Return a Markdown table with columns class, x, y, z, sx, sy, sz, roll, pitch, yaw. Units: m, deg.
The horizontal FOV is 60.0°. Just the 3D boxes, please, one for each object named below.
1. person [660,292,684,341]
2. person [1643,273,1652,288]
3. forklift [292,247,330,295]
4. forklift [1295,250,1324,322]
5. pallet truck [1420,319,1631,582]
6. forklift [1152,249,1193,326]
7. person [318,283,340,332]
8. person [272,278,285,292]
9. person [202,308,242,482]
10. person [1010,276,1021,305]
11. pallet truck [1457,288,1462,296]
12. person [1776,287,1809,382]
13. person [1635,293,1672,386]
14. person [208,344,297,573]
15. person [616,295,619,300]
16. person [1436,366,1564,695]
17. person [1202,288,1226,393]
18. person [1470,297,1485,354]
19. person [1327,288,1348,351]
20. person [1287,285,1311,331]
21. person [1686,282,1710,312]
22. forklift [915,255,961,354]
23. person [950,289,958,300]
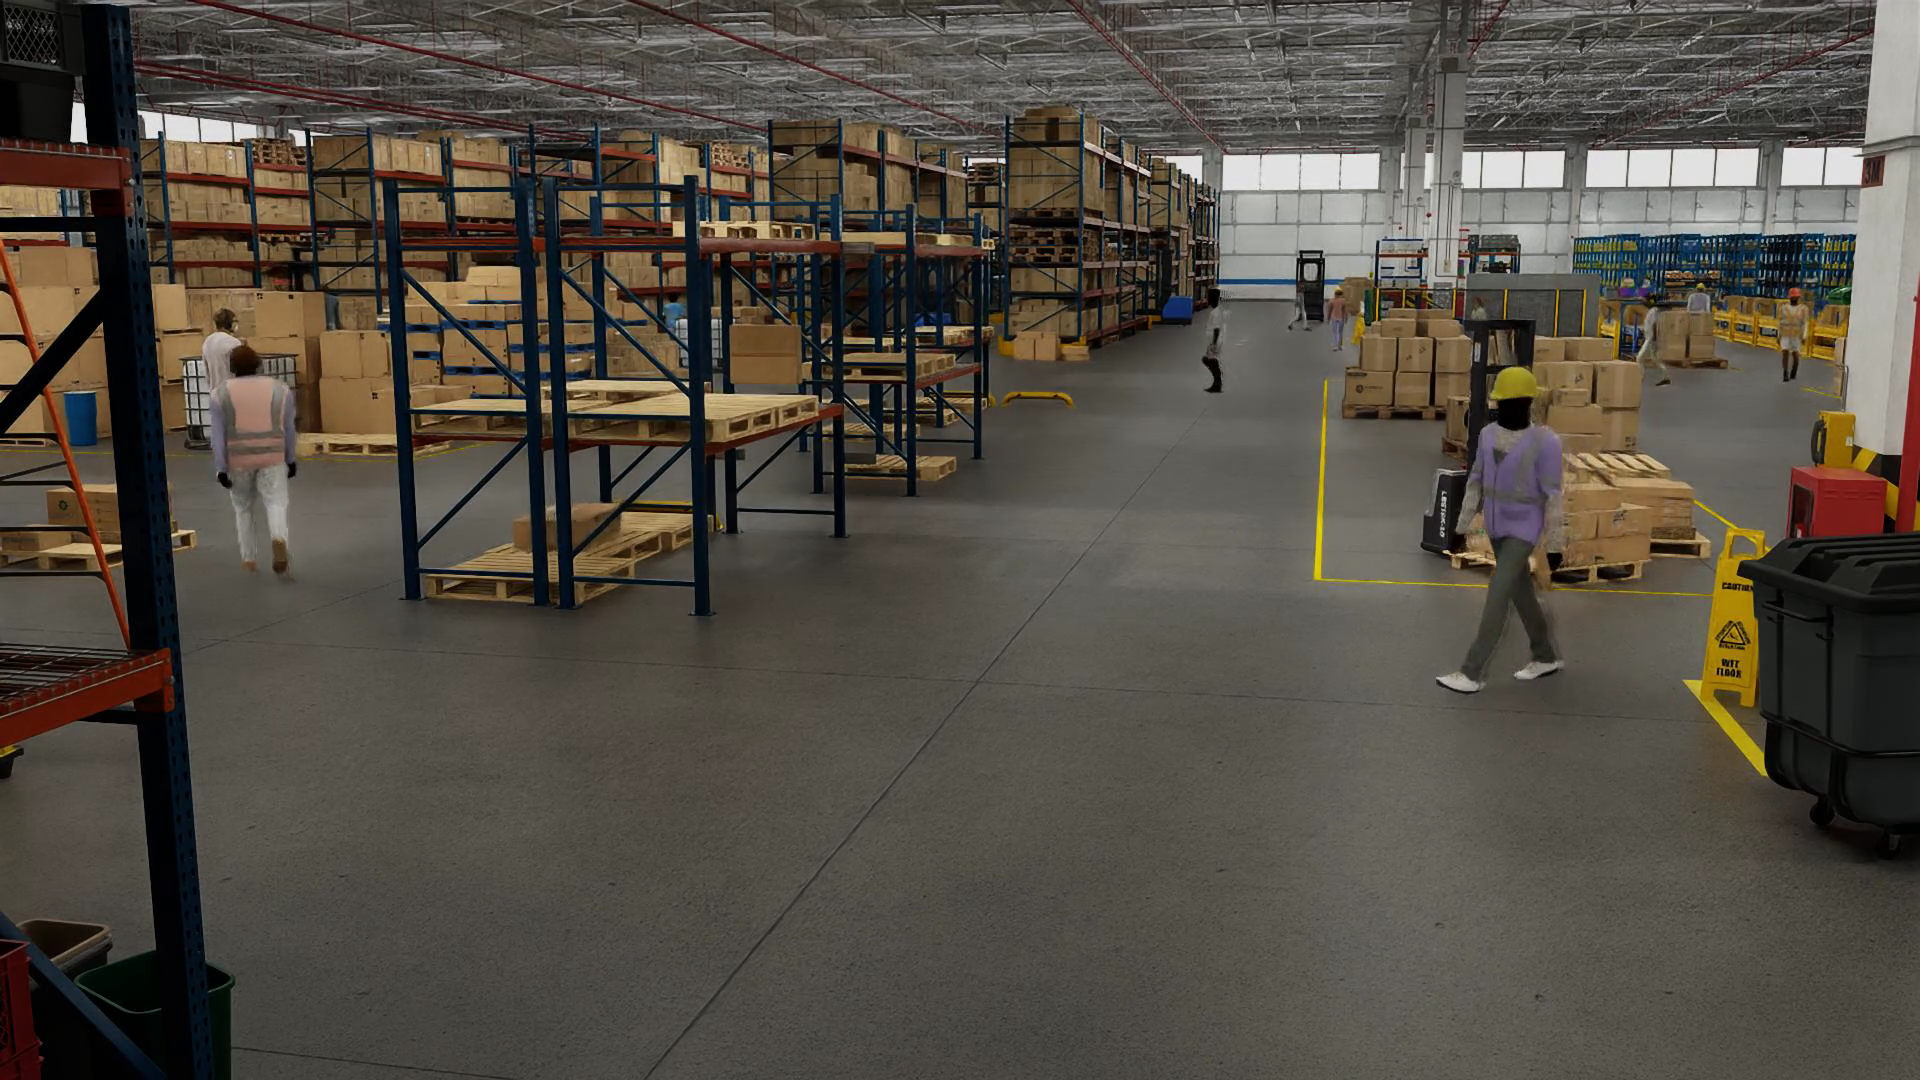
| class | x | y | z | sx | sy | sz | roll | pitch | yaw |
| --- | --- | --- | --- | --- | --- | --- | --- | --- | --- |
| person | -7.161 | -5.330 | 41.397 | 0.542 | 1.651 | 0.863 | -9 | 13 | -42 |
| person | 33.891 | -12.228 | 81.806 | 0.721 | 1.806 | 0.615 | 3 | 10 | 15 |
| forklift | -19.533 | -7.423 | 50.161 | 1.129 | 2.768 | 1.873 | 0 | 10 | -3 |
| forklift | 13.778 | -10.002 | 65.433 | 1.129 | 2.768 | 1.873 | 2 | 10 | 12 |
| pallet truck | 4.543 | -0.757 | 13.299 | 0.823 | 1.965 | 1.885 | -4 | 10 | -22 |
| forklift | 7.646 | -9.320 | 61.395 | 1.873 | 2.768 | 1.129 | 2 | 10 | 11 |
| person | -14.613 | -4.951 | 38.341 | 0.630 | 1.931 | 0.366 | -7 | 12 | -36 |
| person | -17.755 | -5.850 | 43.520 | 0.460 | 1.972 | 0.648 | 1 | 10 | 4 |
| person | -8.076 | -1.586 | 18.382 | 0.632 | 1.939 | 0.368 | 6 | 11 | 32 |
| person | 1.927 | -8.356 | 58.185 | 0.405 | 2.038 | 0.610 | -3 | 10 | -18 |
| pallet truck | 20.506 | -9.785 | 68.819 | 0.653 | 1.274 | 1.630 | 2 | 10 | 12 |
| person | 16.881 | -4.171 | 33.747 | 0.550 | 1.921 | 0.569 | 6 | 11 | 30 |
| person | 13.492 | -3.919 | 32.562 | 1.003 | 1.825 | 0.540 | 4 | 10 | 21 |
| person | -5.497 | -0.615 | 12.984 | 0.632 | 1.821 | 0.737 | -5 | 11 | -27 |
| person | -8.485 | -5.249 | 40.985 | 0.525 | 1.631 | 0.320 | 1 | 10 | 3 |
| person | 3.158 | -0.063 | 9.563 | 1.011 | 1.872 | 0.593 | -4 | 10 | -21 |
| person | 4.677 | -3.671 | 30.684 | 0.429 | 1.946 | 0.644 | 1 | 10 | 5 |
| person | 11.701 | -4.708 | 37.817 | 0.705 | 1.602 | 0.541 | -2 | 10 | -10 |
| person | 10.248 | -5.995 | 45.168 | 0.535 | 1.703 | 0.927 | 2 | 10 | 9 |
| person | 11.807 | -8.079 | 57.836 | 0.823 | 1.598 | 0.512 | 4 | 10 | 24 |
| person | 20.971 | -6.405 | 47.277 | 0.626 | 1.816 | 0.430 | 2 | 10 | 14 |
| forklift | -0.706 | -6.195 | 42.892 | 1.129 | 2.768 | 1.873 | 2 | 10 | 12 |
| person | -0.283 | -7.062 | 51.536 | 0.319 | 1.693 | 0.532 | -9 | 13 | -44 |
